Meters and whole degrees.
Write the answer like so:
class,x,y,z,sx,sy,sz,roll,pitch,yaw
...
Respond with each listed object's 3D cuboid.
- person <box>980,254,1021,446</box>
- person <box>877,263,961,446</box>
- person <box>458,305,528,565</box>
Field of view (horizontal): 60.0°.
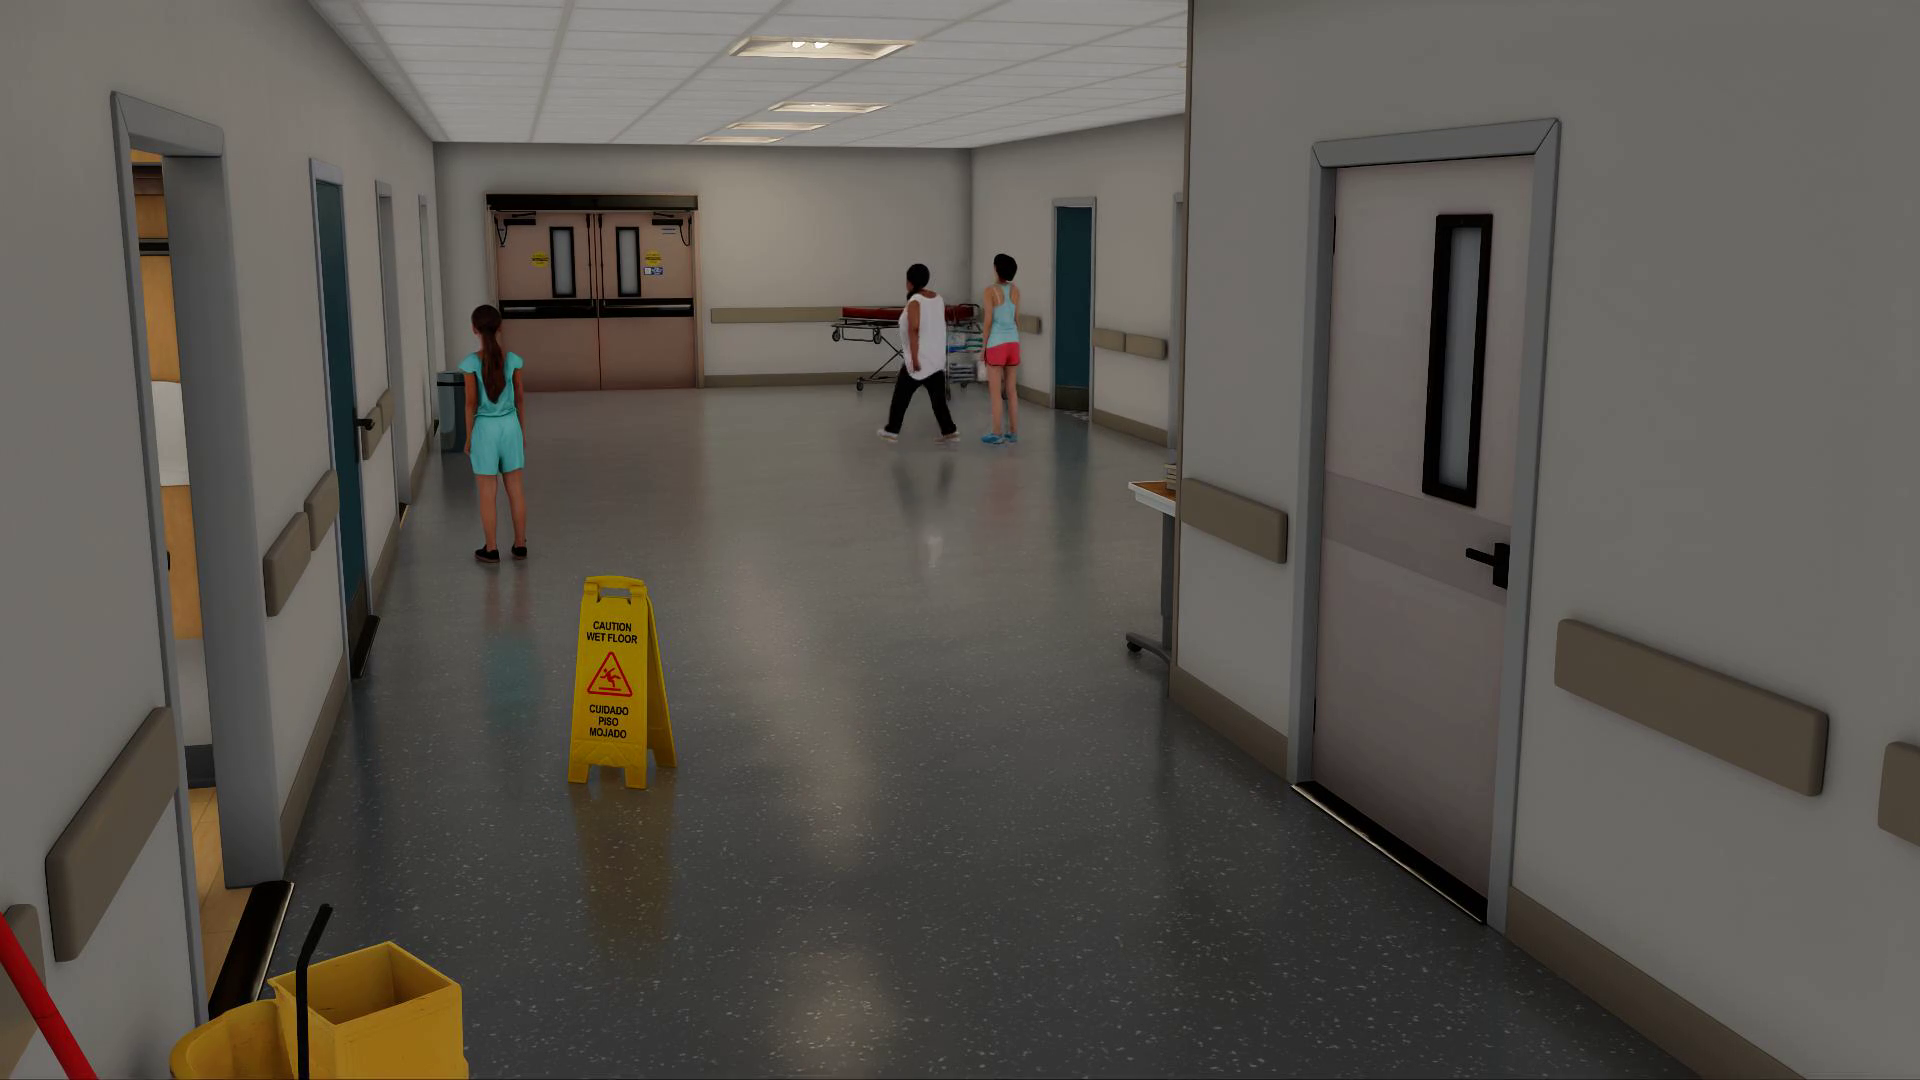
class,x,y,z,sx,sy,sz,roll,pitch,yaw
person,0.389,-1.791,15.581,0.666,1.763,0.693,-8,13,-35
person,-0.282,-1.651,15.156,1.194,1.647,1.036,8,13,36
person,-2.822,-0.648,10.108,0.609,1.558,0.621,-7,13,-31
